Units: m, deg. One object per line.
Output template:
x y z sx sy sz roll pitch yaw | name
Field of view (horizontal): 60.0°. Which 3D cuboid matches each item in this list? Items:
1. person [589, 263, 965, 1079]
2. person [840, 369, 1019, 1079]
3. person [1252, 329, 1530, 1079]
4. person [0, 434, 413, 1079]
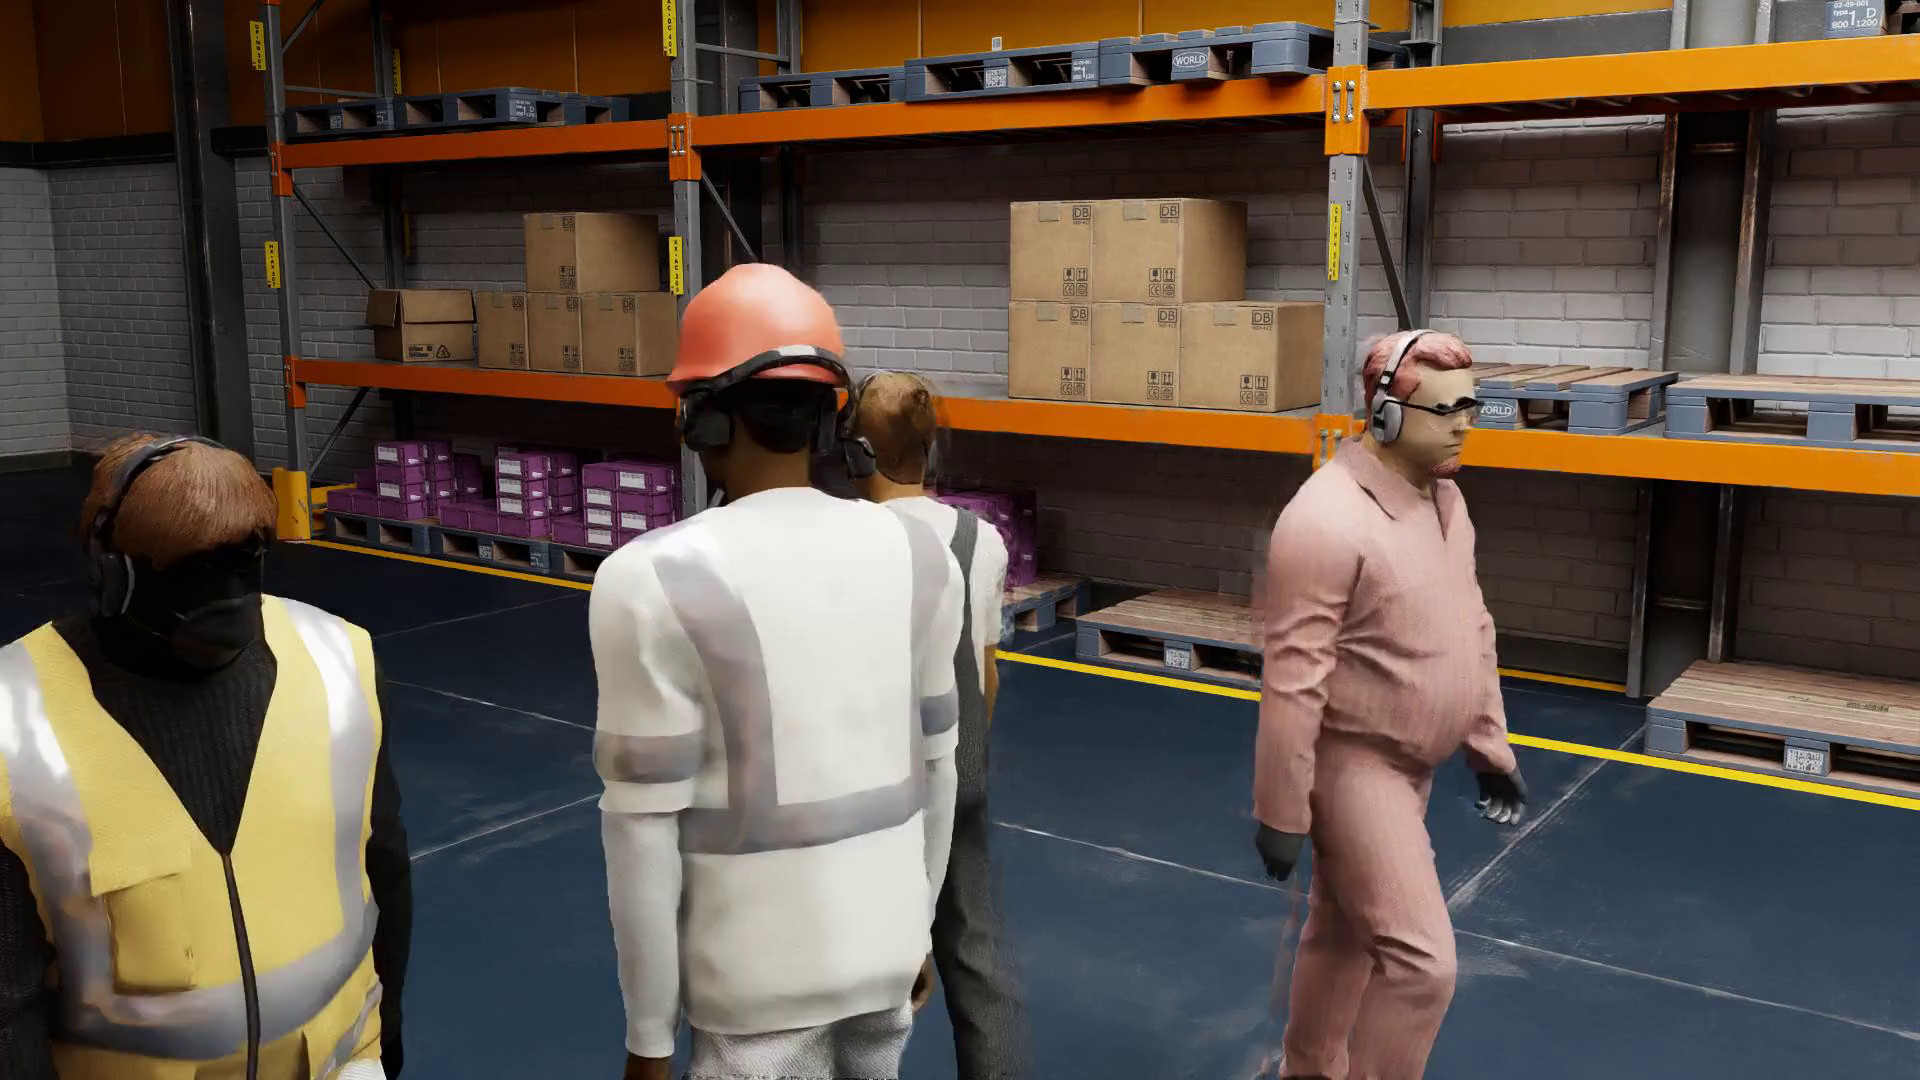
-0.261 0.613 2.485 0.606 2.018 0.531 -8 13 -41 | person
-0.167 0.537 3.585 0.525 1.788 0.965 -7 12 -35 | person
0.933 0.504 3.512 0.652 1.877 0.671 6 11 33 | person
-0.970 0.765 2.199 0.641 1.815 0.620 -8 12 -39 | person
